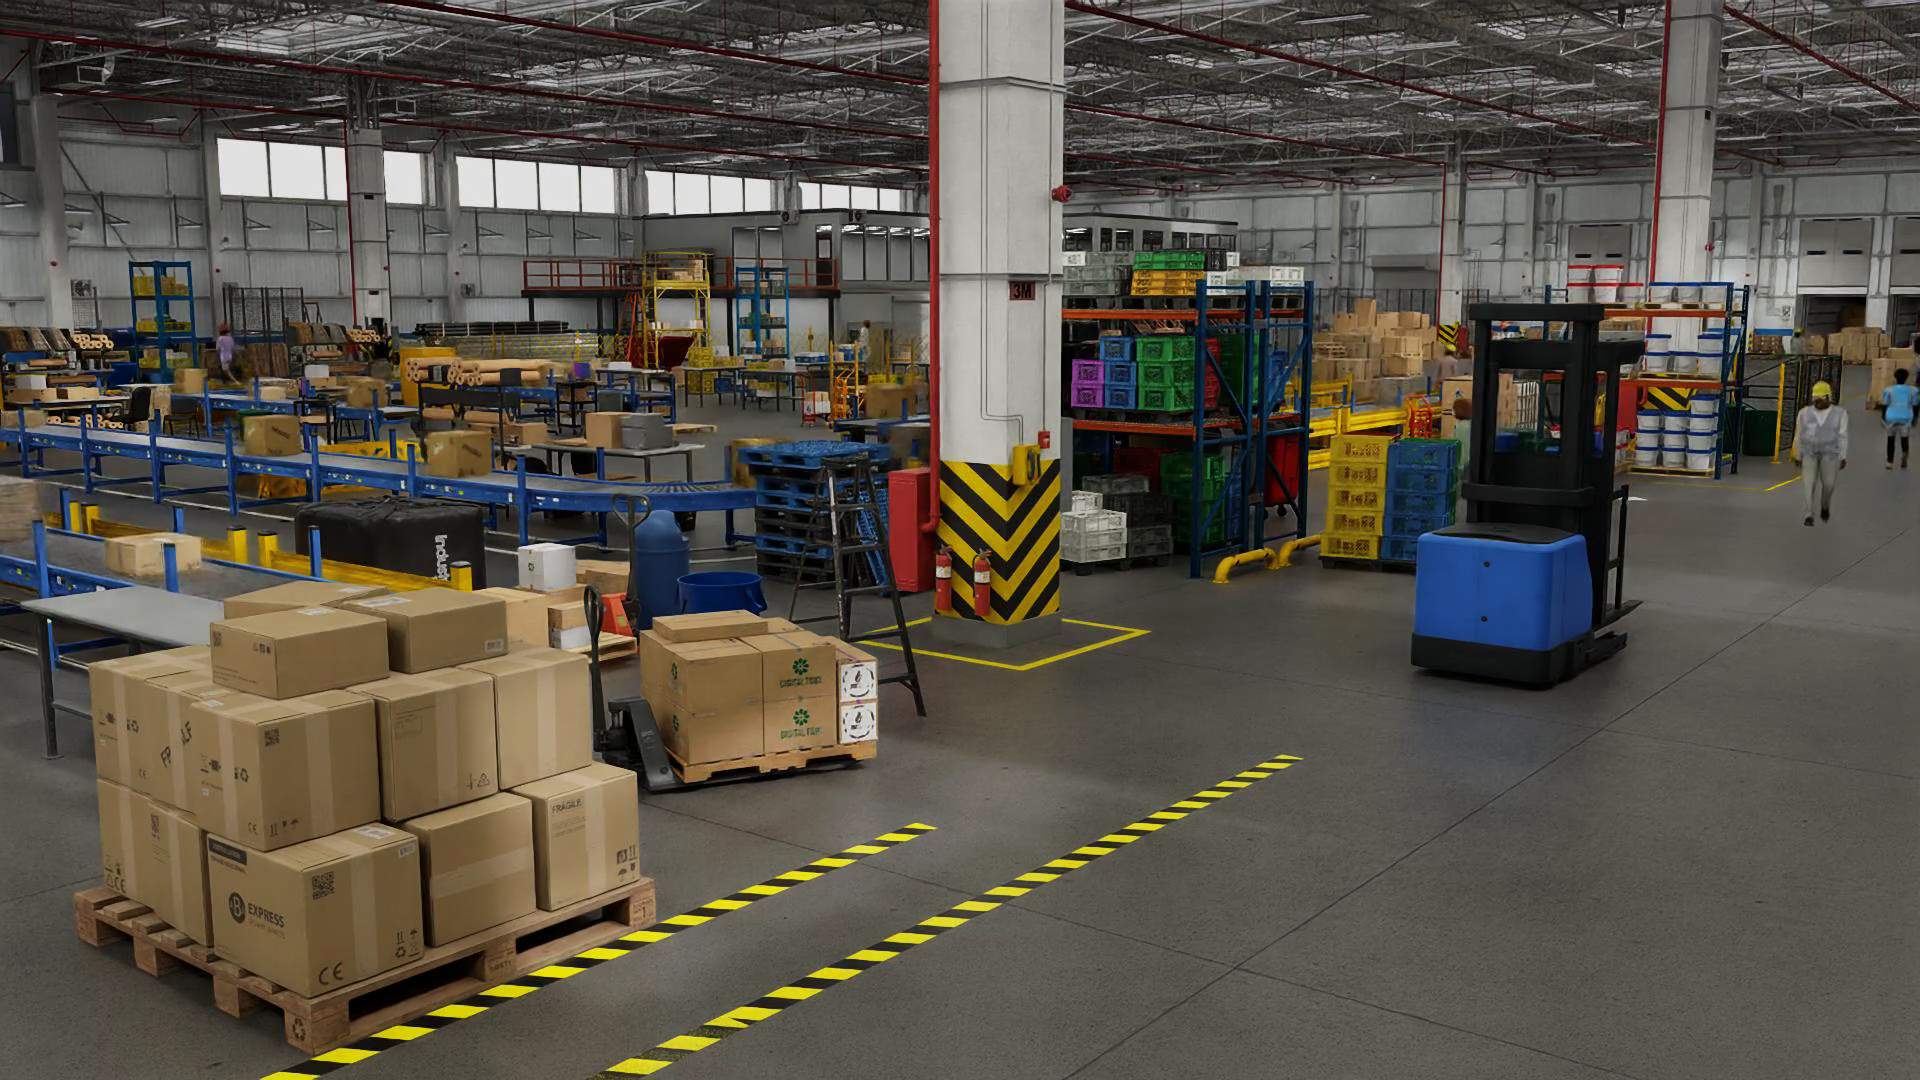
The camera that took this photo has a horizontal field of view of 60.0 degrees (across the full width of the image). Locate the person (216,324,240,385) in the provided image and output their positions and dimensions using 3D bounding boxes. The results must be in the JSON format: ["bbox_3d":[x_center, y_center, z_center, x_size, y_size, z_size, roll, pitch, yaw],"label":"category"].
[{"bbox_3d":[-21.432,-5.310,48.634,0.946,2.013,0.622,3,9,18],"label":"person"}]

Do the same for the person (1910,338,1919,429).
[{"bbox_3d":[20.461,-3.330,35.438,0.528,1.954,0.626,6,10,33],"label":"person"}]

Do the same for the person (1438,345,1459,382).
[{"bbox_3d":[11.287,-3.660,38.488,0.952,1.713,0.539,-8,12,-44],"label":"person"}]

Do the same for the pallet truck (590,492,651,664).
[{"bbox_3d":[-3.115,0.344,12.883,0.653,1.274,1.630,7,11,37],"label":"pallet truck"}]

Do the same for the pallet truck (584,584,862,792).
[{"bbox_3d":[-1.426,0.805,10.019,1.601,1.201,0.680,-4,9,-26],"label":"pallet truck"}]

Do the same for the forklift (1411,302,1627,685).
[{"bbox_3d":[4.379,-0.438,12.852,1.129,2.768,1.873,7,11,37],"label":"forklift"}]

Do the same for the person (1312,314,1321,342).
[{"bbox_3d":[17.735,-10.363,83.133,0.982,1.877,0.591,7,11,40],"label":"person"}]

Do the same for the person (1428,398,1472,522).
[{"bbox_3d":[6.301,-0.987,20.856,0.802,1.595,0.504,6,10,35],"label":"person"}]

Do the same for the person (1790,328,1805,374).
[{"bbox_3d":[28.740,-6.417,57.055,0.490,1.723,0.708,8,12,43],"label":"person"}]

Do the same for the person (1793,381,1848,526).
[{"bbox_3d":[10.698,-1.072,20.702,0.612,1.810,0.429,5,10,30],"label":"person"}]

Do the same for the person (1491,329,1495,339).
[{"bbox_3d":[13.734,-4.529,43.487,0.434,1.977,0.603,2,9,12],"label":"person"}]

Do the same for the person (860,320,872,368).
[{"bbox_3d":[-3.667,-7.603,64.575,0.531,1.857,0.573,-5,10,-30],"label":"person"}]

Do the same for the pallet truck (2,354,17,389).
[{"bbox_3d":[-24.881,-4.417,42.634,1.885,1.965,0.823,8,11,41],"label":"pallet truck"}]

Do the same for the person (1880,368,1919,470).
[{"bbox_3d":[15.382,-1.976,27.261,0.537,1.681,0.413,3,9,21],"label":"person"}]

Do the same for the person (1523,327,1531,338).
[{"bbox_3d":[16.811,-5.320,49.004,0.800,1.920,0.552,8,11,42],"label":"person"}]

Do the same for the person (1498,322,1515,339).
[{"bbox_3d":[19.162,-6.691,58.275,0.593,1.907,0.497,5,10,28],"label":"person"}]

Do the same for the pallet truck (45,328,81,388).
[{"bbox_3d":[-23.775,-4.544,43.495,1.885,1.965,0.823,6,10,35],"label":"pallet truck"}]
